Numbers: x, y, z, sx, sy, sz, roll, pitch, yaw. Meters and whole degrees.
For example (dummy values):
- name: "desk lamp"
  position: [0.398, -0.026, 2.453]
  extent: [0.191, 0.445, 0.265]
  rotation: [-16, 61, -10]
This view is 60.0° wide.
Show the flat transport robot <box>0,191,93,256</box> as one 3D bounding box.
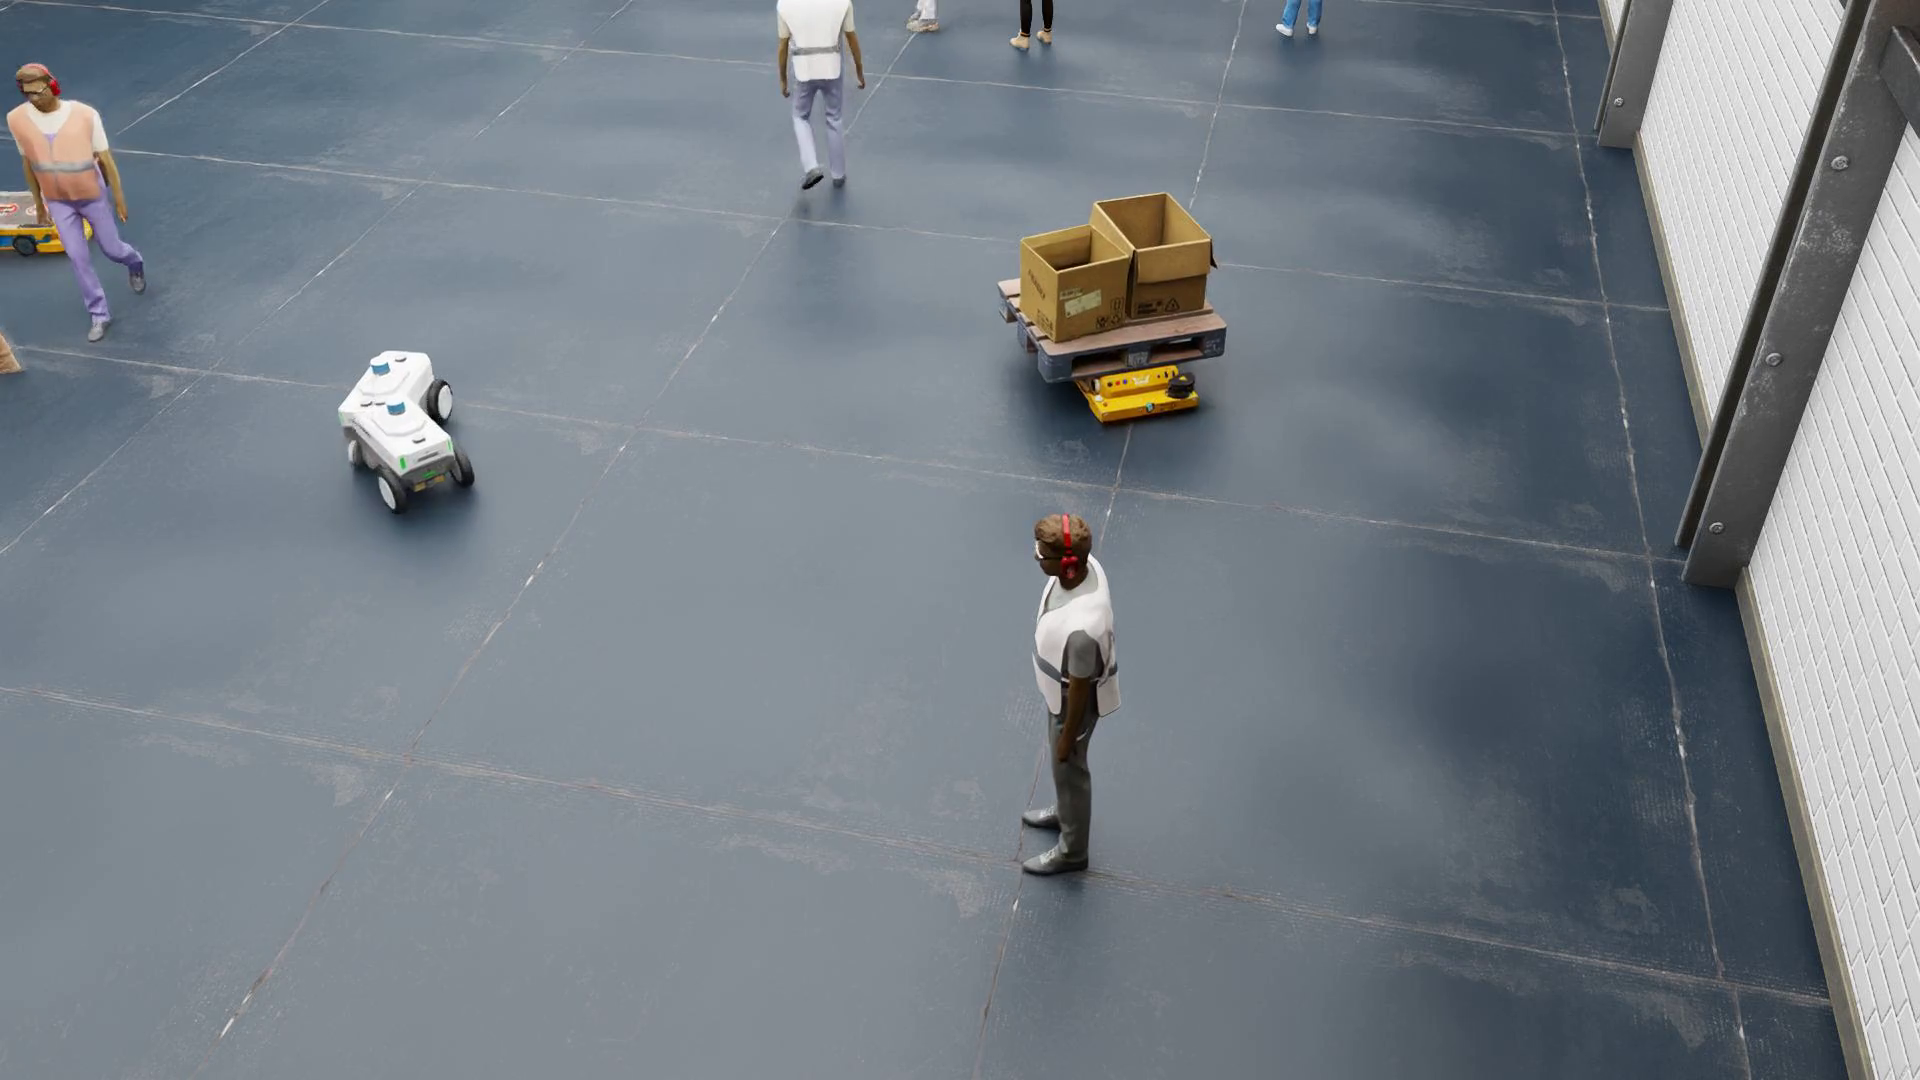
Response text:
- name: "flat transport robot"
  position: [-7.176, -2.348, 12.360]
  extent: [1.431, 0.231, 0.659]
  rotation: [-3, 37, -3]

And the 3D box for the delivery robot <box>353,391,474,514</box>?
- name: "delivery robot"
  position: [-3.245, -0.568, 9.725]
  extent: [0.499, 0.577, 0.769]
  rotation: [-27, 44, -31]

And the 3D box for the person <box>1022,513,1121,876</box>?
- name: "person"
  position: [0.473, 0.655, 7.038]
  extent: [0.404, 1.834, 0.566]
  rotation: [-1, 37, -1]

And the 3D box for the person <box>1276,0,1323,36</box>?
- name: "person"
  position: [3.243, -5.546, 15.421]
  extent: [0.488, 1.730, 0.364]
  rotation: [-7, 37, -9]

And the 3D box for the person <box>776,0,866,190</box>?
- name: "person"
  position: [-1.025, -3.508, 12.622]
  extent: [0.691, 1.830, 0.472]
  rotation: [-5, 37, -7]

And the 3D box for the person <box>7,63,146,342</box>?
- name: "person"
  position: [-5.803, -2.272, 10.969]
  extent: [0.575, 1.817, 0.732]
  rotation: [-5, 37, -6]

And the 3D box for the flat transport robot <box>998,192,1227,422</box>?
- name: "flat transport robot"
  position: [0.981, -1.254, 10.897]
  extent: [0.659, 0.231, 1.431]
  rotation: [-10, 38, -14]

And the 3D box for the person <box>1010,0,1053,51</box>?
- name: "person"
  position: [0.674, -5.333, 15.162]
  extent: [0.531, 1.696, 0.319]
  rotation: [-19, 41, -24]

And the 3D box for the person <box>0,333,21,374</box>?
- name: "person"
  position: [-6.518, -1.762, 10.362]
  extent: [0.785, 1.717, 0.515]
  rotation: [-7, 37, -10]

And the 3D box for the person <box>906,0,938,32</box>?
- name: "person"
  position: [-0.358, -5.766, 15.593]
  extent: [0.486, 1.872, 0.590]
  rotation: [-21, 41, -25]

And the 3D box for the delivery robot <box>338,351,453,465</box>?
- name: "delivery robot"
  position: [-3.461, -0.837, 10.114]
  extent: [0.499, 0.611, 0.809]
  rotation: [4, 37, 5]
